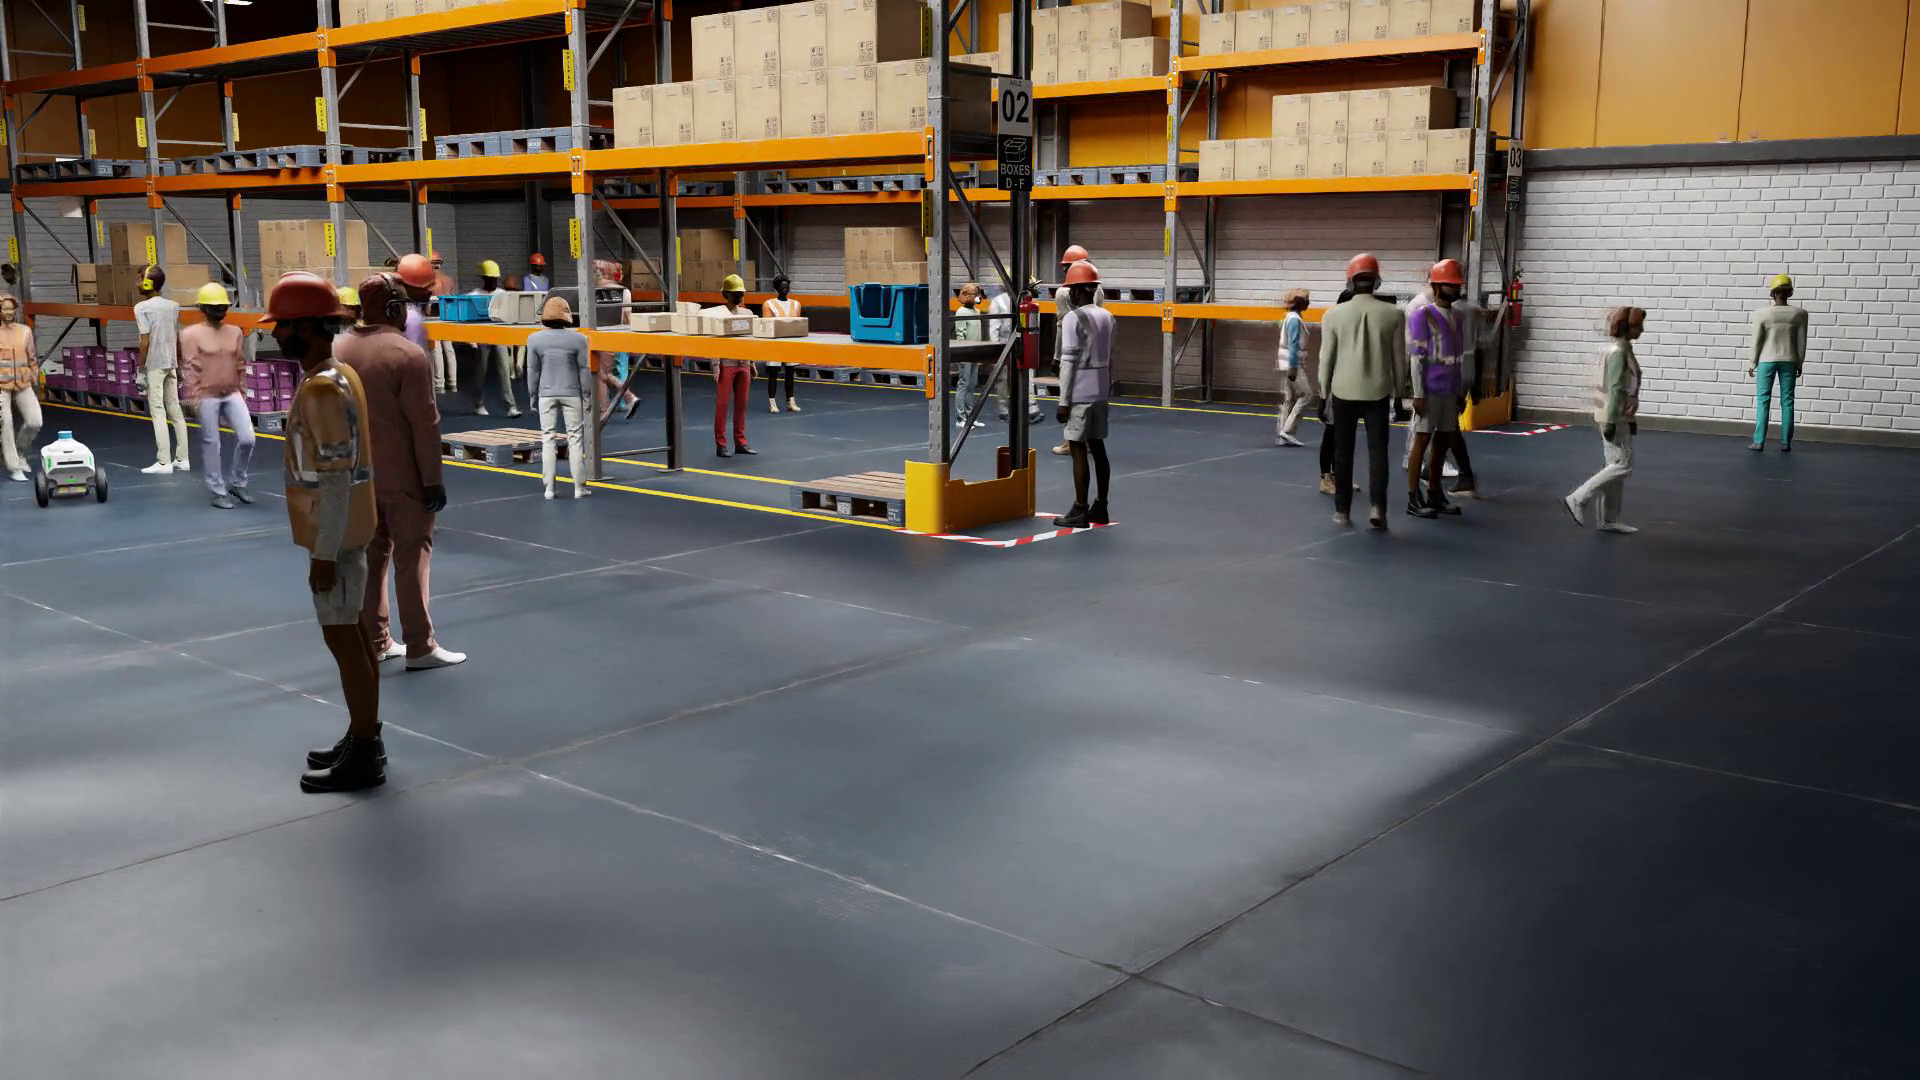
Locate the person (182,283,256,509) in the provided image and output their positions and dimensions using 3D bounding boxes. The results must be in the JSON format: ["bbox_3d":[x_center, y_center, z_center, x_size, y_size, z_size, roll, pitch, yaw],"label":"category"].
[{"bbox_3d":[-5.729,-1.105,12.887,0.383,1.755,0.532,8,13,37],"label":"person"}]

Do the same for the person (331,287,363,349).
[{"bbox_3d":[-5.137,-1.274,14.012,0.496,1.697,0.923,-10,14,-43],"label":"person"}]

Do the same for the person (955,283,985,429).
[{"bbox_3d":[0.111,-2.066,18.704,0.270,1.632,0.508,5,11,24],"label":"person"}]

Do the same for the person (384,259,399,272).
[{"bbox_3d":[-7.884,-2.975,23.195,0.328,1.876,0.515,7,12,33],"label":"person"}]

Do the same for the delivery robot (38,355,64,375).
[{"bbox_3d":[-12.570,-2.299,22.829,0.477,0.478,0.707,-1,10,-5],"label":"delivery robot"}]

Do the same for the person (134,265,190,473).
[{"bbox_3d":[-7.221,-1.530,14.985,0.315,1.868,0.534,3,10,18],"label":"person"}]

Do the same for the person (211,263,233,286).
[{"bbox_3d":[-10.615,-3.105,24.130,0.635,1.808,0.630,9,14,43],"label":"person"}]

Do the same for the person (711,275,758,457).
[{"bbox_3d":[-2.188,-1.690,16.184,0.321,1.767,0.533,9,14,42],"label":"person"}]

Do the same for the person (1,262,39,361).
[{"bbox_3d":[-13.555,-3.055,23.819,0.947,1.806,0.611,-9,13,-41],"label":"person"}]

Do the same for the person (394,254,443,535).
[{"bbox_3d":[-3.863,-1.008,11.689,0.441,1.987,0.786,-6,12,-31],"label":"person"}]

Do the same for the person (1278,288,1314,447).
[{"bbox_3d":[3.416,-1.739,16.868,0.382,1.621,0.535,2,10,10],"label":"person"}]

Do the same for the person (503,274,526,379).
[{"bbox_3d":[-6.887,-3.269,25.599,0.504,1.622,0.456,-2,10,-10],"label":"person"}]

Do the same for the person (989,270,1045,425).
[{"bbox_3d":[0.661,-2.203,19.034,0.608,1.787,0.888,-4,11,-20],"label":"person"}]

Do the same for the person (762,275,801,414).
[{"bbox_3d":[-2.179,-2.405,20.456,0.535,1.697,0.318,-7,12,-34],"label":"person"}]

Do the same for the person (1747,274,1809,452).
[{"bbox_3d":[8.138,-1.758,16.574,0.524,1.769,0.309,2,10,10],"label":"person"}]

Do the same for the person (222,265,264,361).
[{"bbox_3d":[-9.943,-2.923,23.015,0.601,1.830,0.403,-9,14,-42],"label":"person"}]

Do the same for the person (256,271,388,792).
[{"bbox_3d":[-2.380,-0.026,6.225,0.373,1.934,0.551,-2,10,-14],"label":"person"}]

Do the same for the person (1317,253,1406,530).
[{"bbox_3d":[2.902,-1.068,12.029,0.627,1.996,0.477,2,10,11],"label":"person"}]

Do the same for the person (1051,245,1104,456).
[{"bbox_3d":[1.125,-1.843,16.262,0.605,2.045,0.377,-9,13,-42],"label":"person"}]

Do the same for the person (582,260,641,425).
[{"bbox_3d":[-4.061,-2.250,19.016,0.631,1.892,0.670,0,10,-2],"label":"person"}]

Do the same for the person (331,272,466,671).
[{"bbox_3d":[-2.712,-0.322,7.999,0.643,1.909,0.410,6,11,29],"label":"person"}]

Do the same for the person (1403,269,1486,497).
[{"bbox_3d":[4.027,-1.330,13.749,0.603,1.907,0.969,-6,11,-29],"label":"person"}]

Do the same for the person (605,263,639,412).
[{"bbox_3d":[-4.267,-2.493,20.533,0.569,1.842,0.378,5,11,26],"label":"person"}]

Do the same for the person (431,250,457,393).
[{"bbox_3d":[-7.310,-3.042,23.239,0.393,1.990,0.616,4,11,24],"label":"person"}]

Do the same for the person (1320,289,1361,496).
[{"bbox_3d":[3.157,-1.219,13.702,0.322,1.694,0.536,8,12,37],"label":"person"}]

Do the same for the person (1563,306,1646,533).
[{"bbox_3d":[4.614,-0.846,11.799,0.436,1.623,0.514,4,11,21],"label":"person"}]

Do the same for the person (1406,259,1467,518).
[{"bbox_3d":[3.624,-1.138,12.551,0.543,1.940,0.361,-7,12,-34],"label":"person"}]

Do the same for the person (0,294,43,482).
[{"bbox_3d":[-8.275,-1.322,14.479,0.427,1.629,0.538,6,12,32],"label":"person"}]

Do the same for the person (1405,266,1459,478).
[{"bbox_3d":[4.276,-1.483,14.647,0.664,1.877,0.825,-8,12,-37],"label":"person"}]

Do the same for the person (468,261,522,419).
[{"bbox_3d":[-5.602,-2.387,19.857,0.611,1.873,1.010,-9,13,-41],"label":"person"}]

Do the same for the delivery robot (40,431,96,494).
[{"bbox_3d":[-7.145,-0.626,13.308,0.477,0.478,0.707,-6,12,-31],"label":"delivery robot"}]

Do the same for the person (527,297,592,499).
[{"bbox_3d":[-3.231,-1.142,13.444,0.505,1.631,0.278,-1,10,-4],"label":"person"}]

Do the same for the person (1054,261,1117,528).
[{"bbox_3d":[0.894,-1.054,12.110,0.384,1.932,0.542,8,13,40],"label":"person"}]

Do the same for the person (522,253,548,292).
[{"bbox_3d":[-6.798,-3.653,26.870,0.356,1.937,0.552,5,11,26],"label":"person"}]
